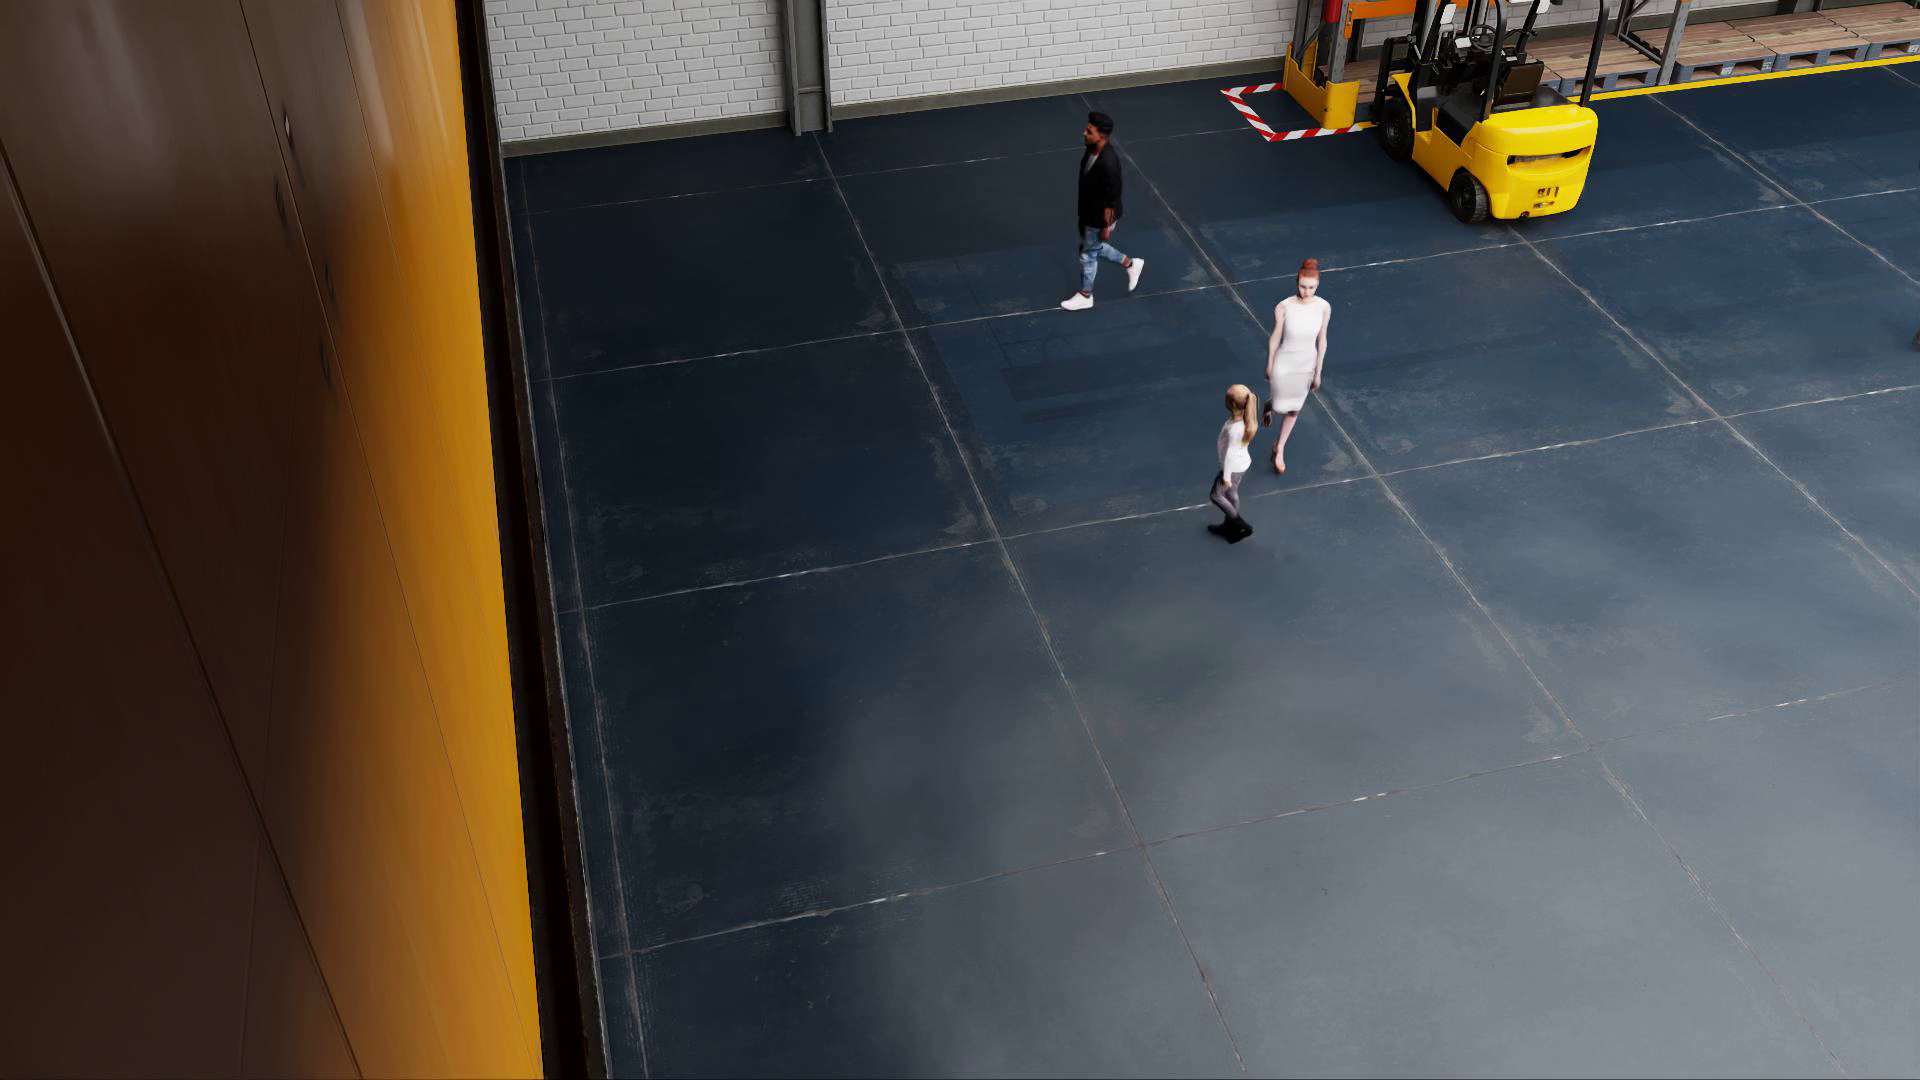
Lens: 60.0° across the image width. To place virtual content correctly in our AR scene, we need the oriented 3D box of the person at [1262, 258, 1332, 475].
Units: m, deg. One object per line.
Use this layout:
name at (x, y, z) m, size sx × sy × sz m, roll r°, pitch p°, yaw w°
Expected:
person at (2.455, -1.313, 12.284) m, size 0.801 × 1.784 × 0.730 m, roll 0°, pitch 39°, yaw 0°

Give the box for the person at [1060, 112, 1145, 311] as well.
person at (1.258, -2.786, 14.125) m, size 1.005 × 1.788 × 0.706 m, roll -8°, pitch 39°, yaw -9°

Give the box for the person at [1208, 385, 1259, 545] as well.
person at (1.987, -0.511, 11.696) m, size 0.704 × 1.265 × 0.644 m, roll 17°, pitch 42°, yaw 21°
